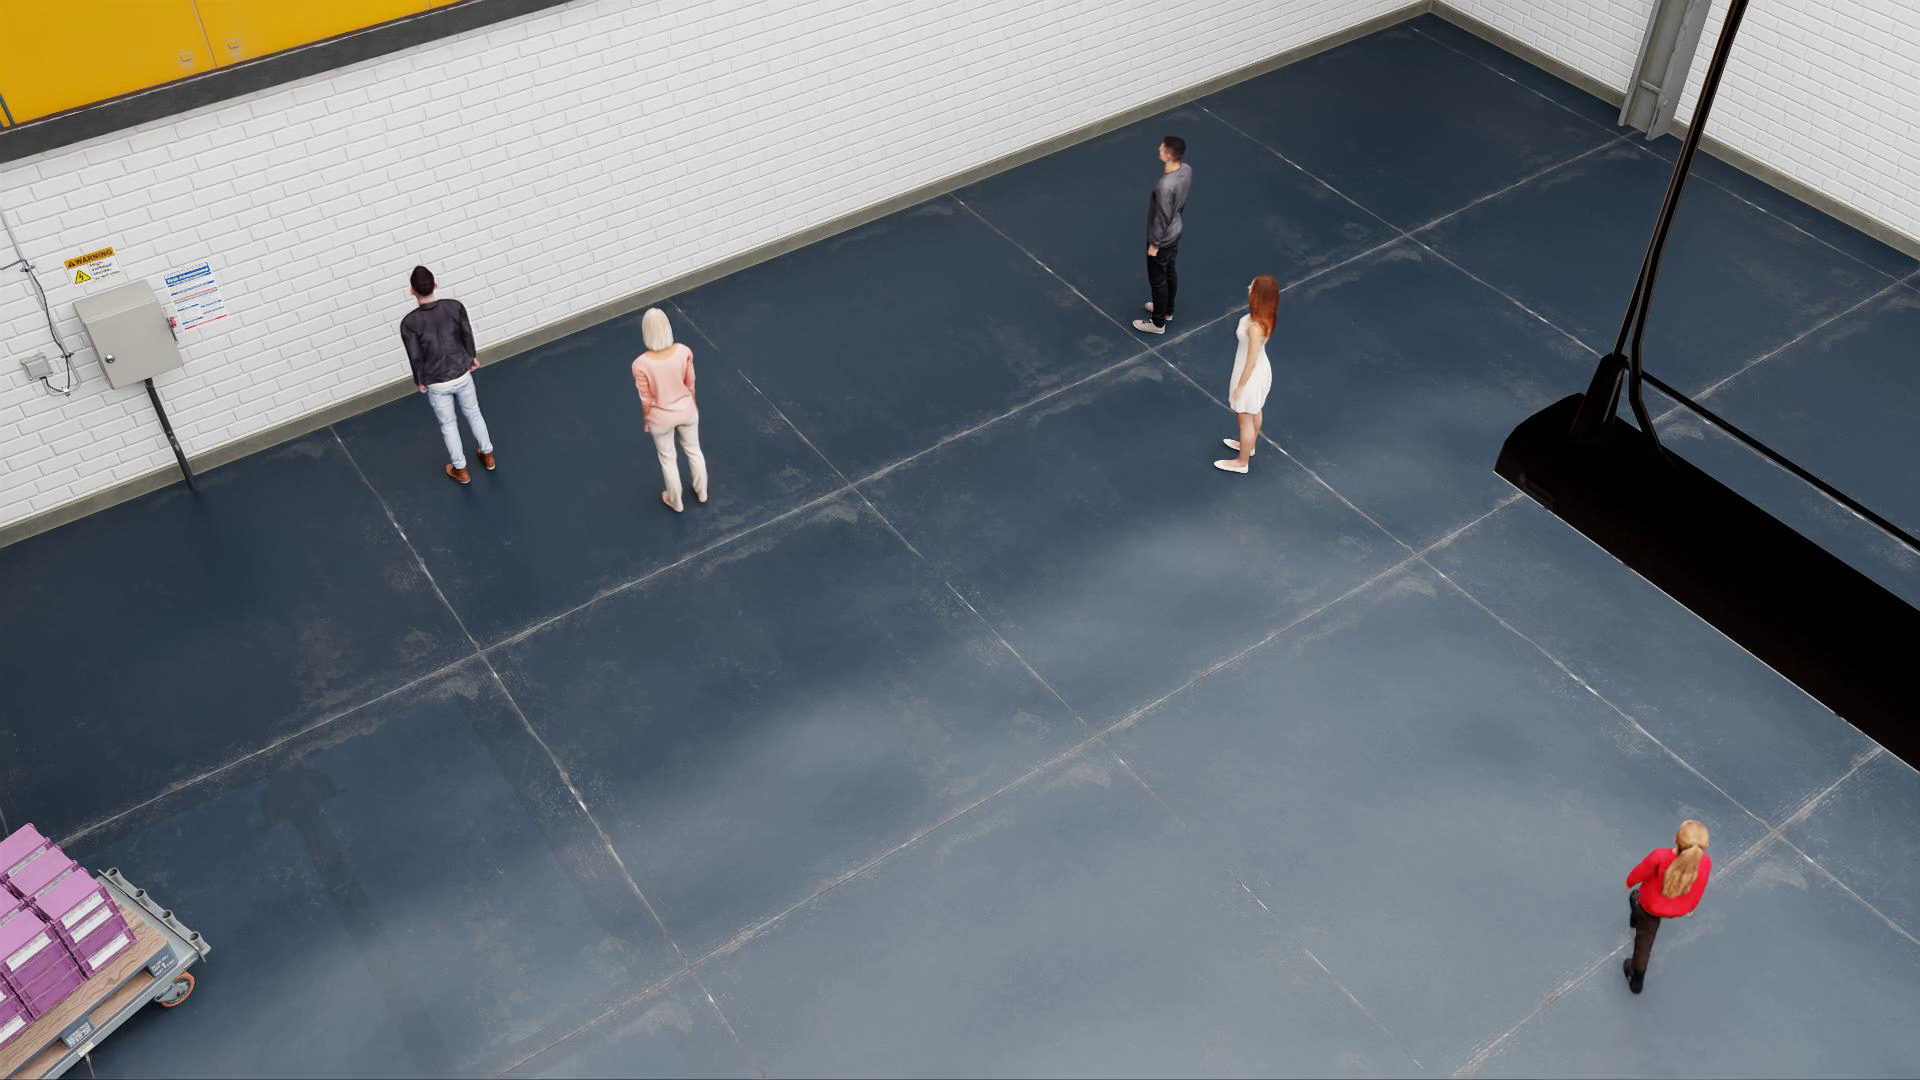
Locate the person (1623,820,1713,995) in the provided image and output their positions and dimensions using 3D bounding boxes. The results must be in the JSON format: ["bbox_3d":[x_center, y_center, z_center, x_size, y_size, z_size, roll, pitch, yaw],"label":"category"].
[{"bbox_3d":[3.863,2.035,9.132,0.832,1.254,0.920,4,44,5],"label":"person"}]

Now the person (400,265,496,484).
[{"bbox_3d":[-3.733,-1.199,12.106,0.674,1.836,0.559,-31,51,-28],"label":"person"}]

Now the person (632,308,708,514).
[{"bbox_3d":[-2.067,-0.918,11.891,0.619,1.724,0.548,-21,47,-21],"label":"person"}]

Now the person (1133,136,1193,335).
[{"bbox_3d":[1.665,-2.482,13.506,0.679,1.761,0.696,21,48,21],"label":"person"}]

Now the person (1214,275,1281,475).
[{"bbox_3d":[2.147,-1.229,12.228,0.679,1.712,0.646,16,46,16],"label":"person"}]
